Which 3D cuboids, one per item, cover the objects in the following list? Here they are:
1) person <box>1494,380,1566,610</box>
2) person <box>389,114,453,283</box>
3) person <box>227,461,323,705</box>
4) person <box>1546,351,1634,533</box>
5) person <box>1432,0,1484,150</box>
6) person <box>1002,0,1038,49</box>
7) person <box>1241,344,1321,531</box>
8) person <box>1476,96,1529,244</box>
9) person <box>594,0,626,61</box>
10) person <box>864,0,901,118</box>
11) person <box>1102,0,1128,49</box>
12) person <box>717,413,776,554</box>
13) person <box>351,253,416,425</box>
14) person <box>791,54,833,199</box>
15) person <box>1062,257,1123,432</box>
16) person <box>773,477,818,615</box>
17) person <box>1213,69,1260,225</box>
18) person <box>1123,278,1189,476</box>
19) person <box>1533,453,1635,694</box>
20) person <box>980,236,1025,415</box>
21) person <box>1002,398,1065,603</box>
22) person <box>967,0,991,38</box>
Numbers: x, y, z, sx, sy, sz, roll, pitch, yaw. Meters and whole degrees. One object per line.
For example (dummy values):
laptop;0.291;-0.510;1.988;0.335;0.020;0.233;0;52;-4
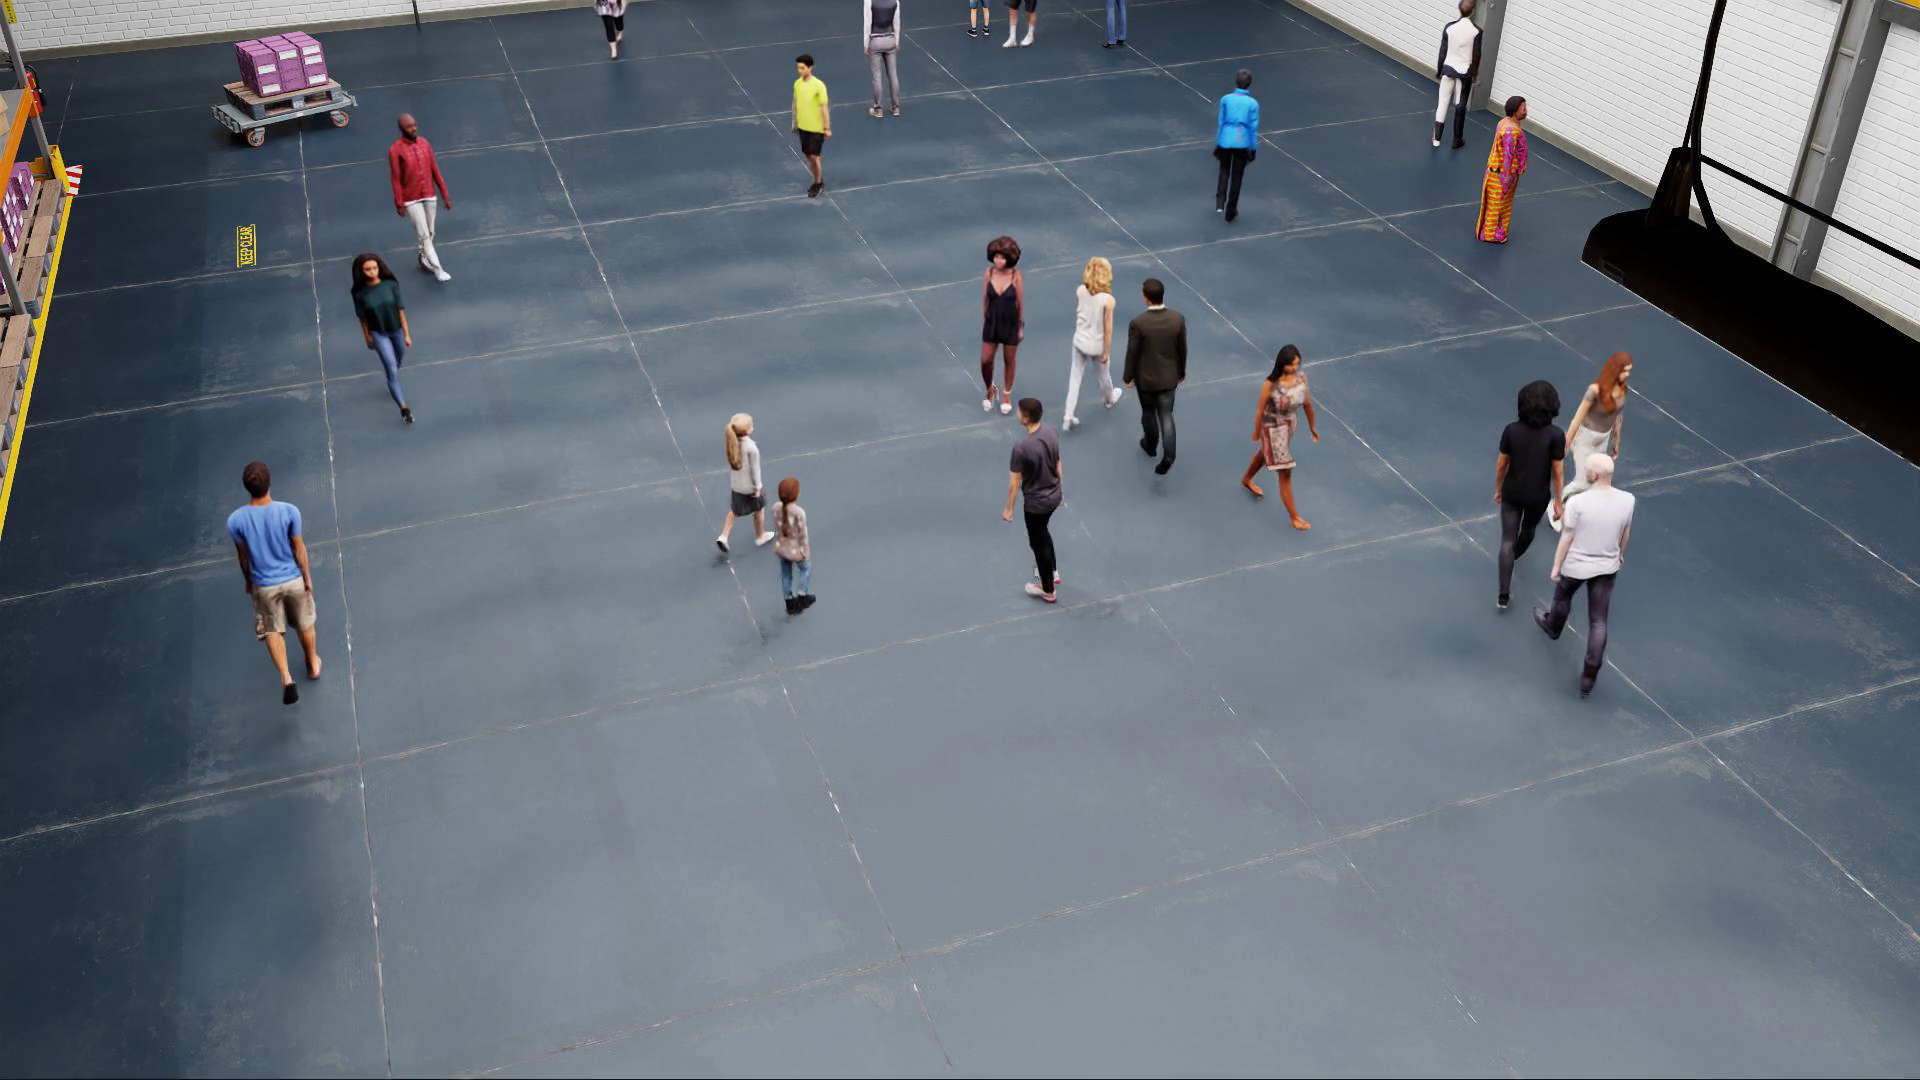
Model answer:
person;4.331;-0.291;12.803;1.165;1.772;1.283;13;36;19
person;-5.877;-3.723;17.945;1.142;1.796;0.988;27;42;35
person;-4.828;0.340;11.790;0.685;1.841;0.977;-13;36;-19
person;5.136;-0.836;13.685;0.654;1.703;0.675;-17;37;-23
person;6.344;-5.959;21.222;0.767;1.891;0.828;15;36;21
person;1.035;-8.325;24.815;0.993;1.854;1.024;21;39;28
person;2.620;-0.939;13.944;0.800;1.587;1.225;-20;38;-27
person;6.169;-4.219;18.792;0.825;1.683;0.739;5;34;7
person;-5.141;-7.928;24.433;0.760;1.616;0.996;-3;34;-5
person;-1.041;-6.639;22.205;0.660;1.936;0.540;-13;36;-18
person;2.317;-8.248;24.753;0.678;1.794;0.630;-21;39;-28
person;-1.787;-0.450;13.503;0.799;1.262;0.802;23;40;30
person;-5.333;-1.936;15.447;0.728;1.584;1.138;-19;38;-26
person;-1.735;-5.004;19.963;0.772;1.695;0.855;22;40;30
person;1.135;-1.752;15.130;1.095;1.628;1.052;21;39;29
person;-1.325;0.072;12.785;0.594;1.186;0.659;17;37;23
person;3.130;-4.500;19.126;0.763;1.782;0.818;13;36;19
person;1.737;-1.377;14.445;0.859;1.762;1.113;-3;34;-5
person;4.539;0.260;11.963;1.021;1.783;1.311;2;34;3
person;0.414;-2.001;15.370;0.692;1.778;0.751;5;34;8
person;0.668;-0.272;12.802;0.805;1.741;0.774;25;41;33
person;0.288;-8.435;25.347;0.519;1.448;0.481;-10;35;-15
